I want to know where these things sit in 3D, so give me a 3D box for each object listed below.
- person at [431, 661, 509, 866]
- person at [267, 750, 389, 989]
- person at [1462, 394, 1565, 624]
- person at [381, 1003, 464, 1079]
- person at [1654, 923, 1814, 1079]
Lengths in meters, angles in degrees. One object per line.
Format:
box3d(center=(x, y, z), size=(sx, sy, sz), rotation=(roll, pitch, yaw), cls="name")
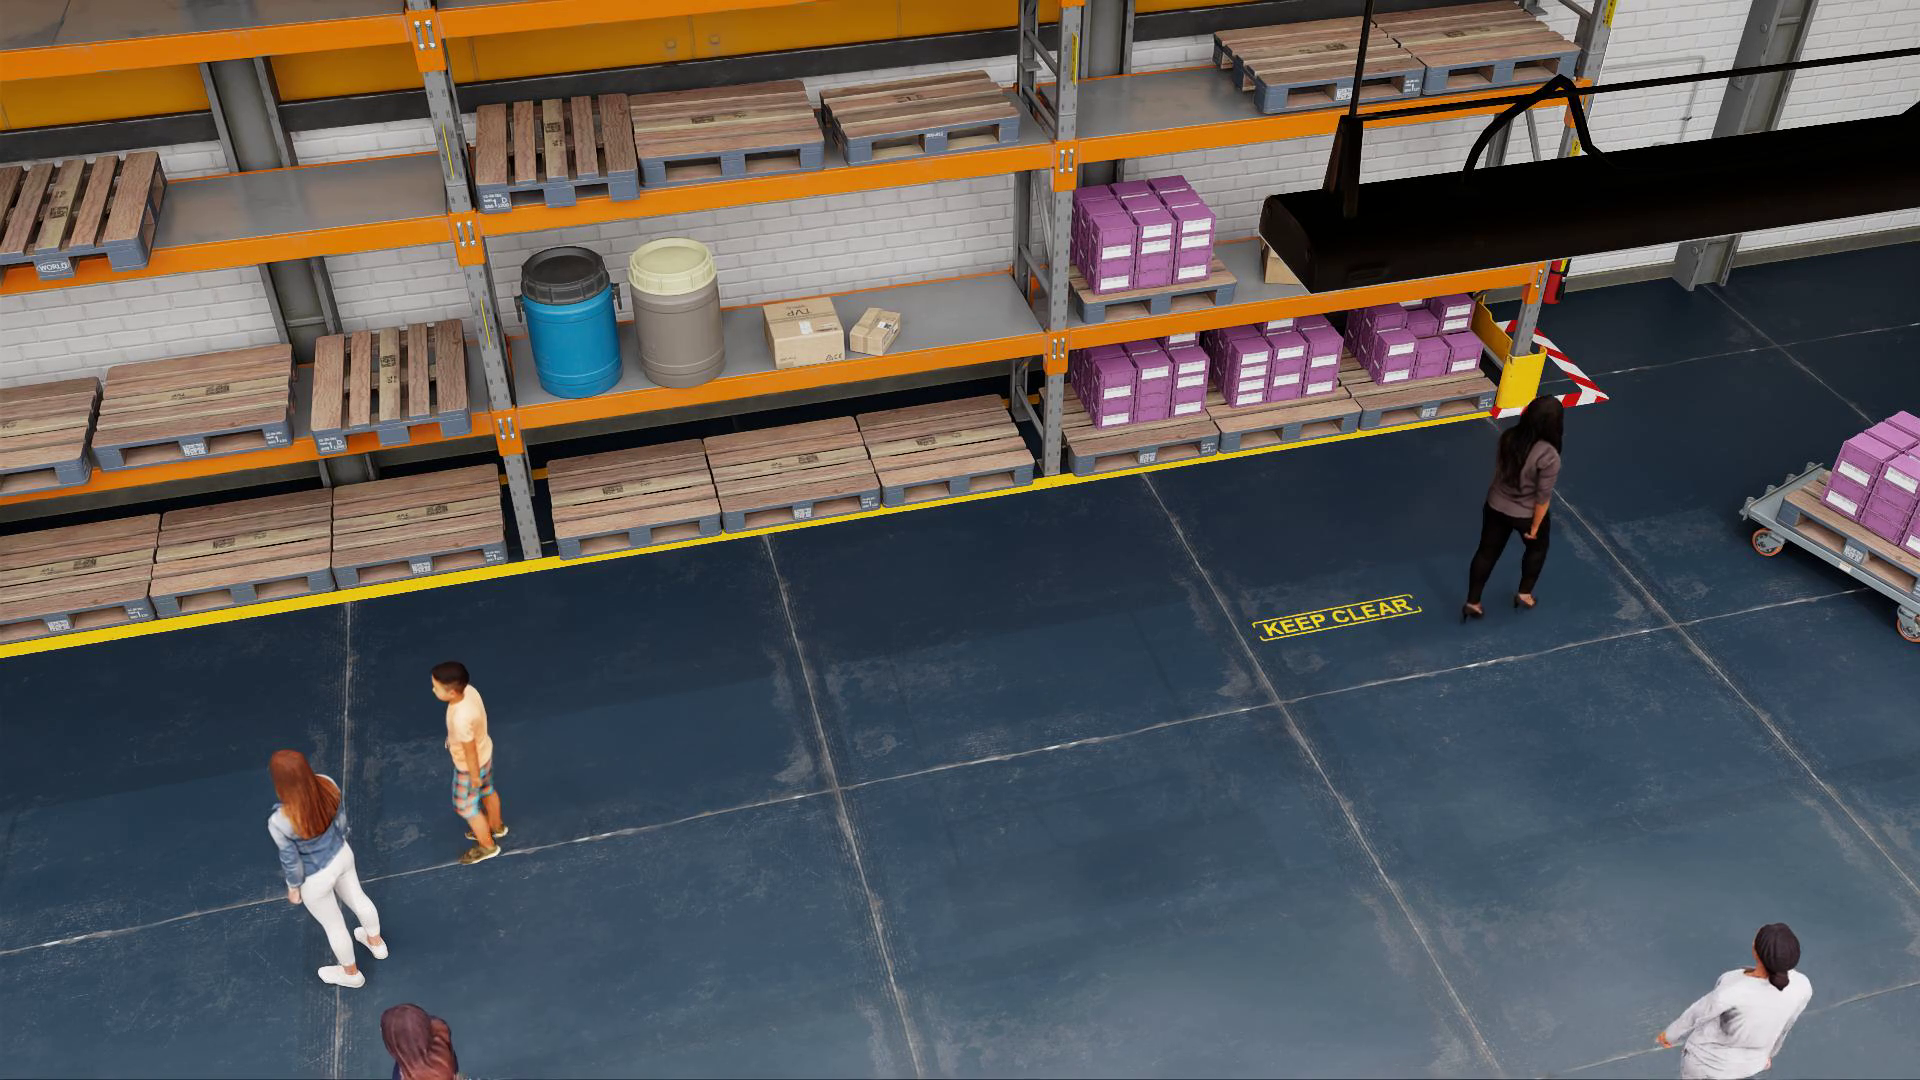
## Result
box3d(center=(-2.790, 1.244, 9.681), size=(0.560, 1.456, 0.556), rotation=(-7, 39, -8), cls="person")
box3d(center=(-3.381, 1.741, 8.861), size=(0.723, 1.703, 0.687), rotation=(16, 41, 19), cls="person")
box3d(center=(3.646, -0.140, 11.121), size=(0.939, 1.822, 0.840), rotation=(-29, 47, -31), cls="person")
box3d(center=(-2.382, 2.684, 7.770), size=(1.021, 1.591, 0.752), rotation=(-1, 39, -1), cls="person")
box3d(center=(3.683, 2.488, 7.909), size=(0.565, 1.725, 0.726), rotation=(-6, 39, -8), cls="person")
